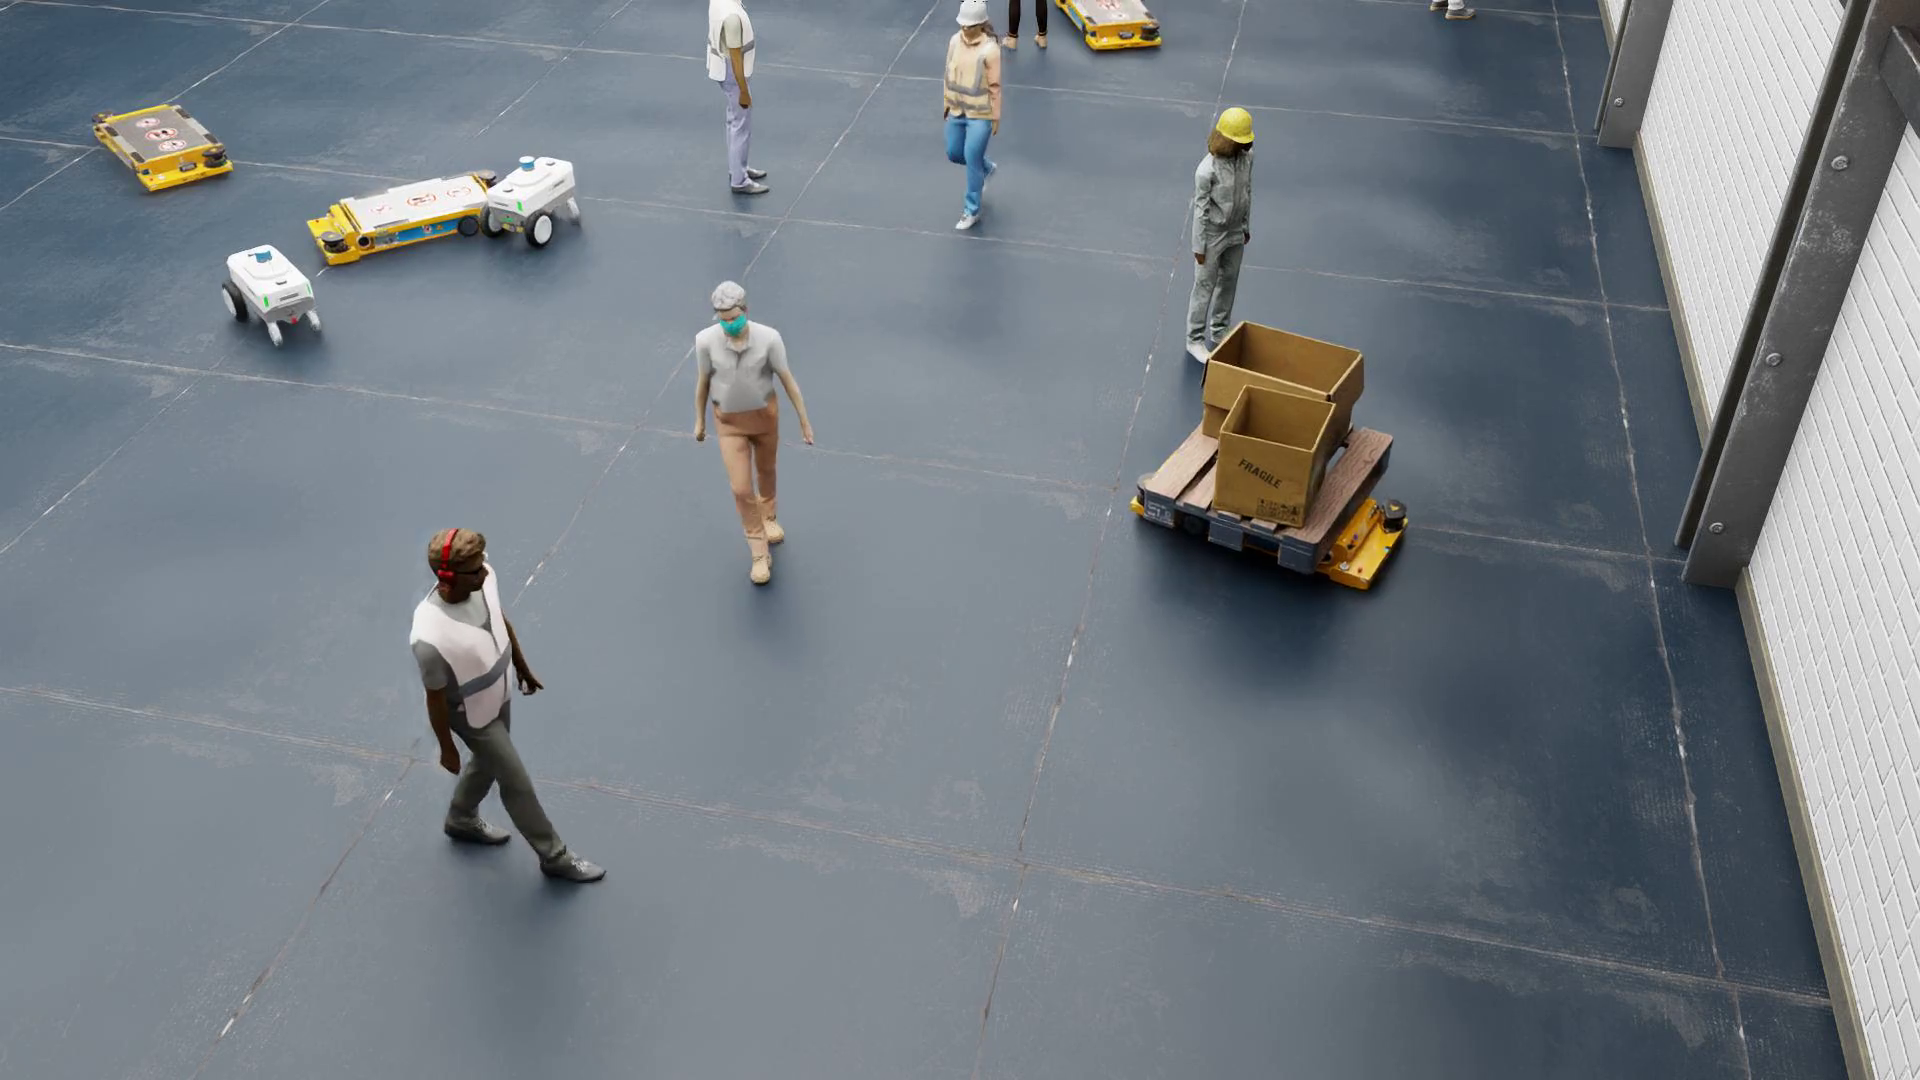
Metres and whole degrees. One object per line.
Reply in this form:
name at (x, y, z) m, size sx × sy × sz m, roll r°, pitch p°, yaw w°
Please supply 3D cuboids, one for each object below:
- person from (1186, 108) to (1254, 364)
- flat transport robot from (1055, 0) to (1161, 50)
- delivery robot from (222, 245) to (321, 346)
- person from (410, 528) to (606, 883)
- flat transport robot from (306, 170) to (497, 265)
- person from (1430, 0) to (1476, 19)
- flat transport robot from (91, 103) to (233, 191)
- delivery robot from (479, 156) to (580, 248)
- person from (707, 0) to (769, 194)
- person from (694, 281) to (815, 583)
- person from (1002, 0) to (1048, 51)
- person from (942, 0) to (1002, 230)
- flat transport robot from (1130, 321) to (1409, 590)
person at (1.674, -1.932, 10.585) m, size 0.488 × 1.728 × 0.321 m, roll -28°, pitch 45°, yaw -32°
flat transport robot at (1.408, -5.048, 15.974) m, size 0.659 × 0.231 × 1.431 m, roll -7°, pitch 37°, yaw -10°
delivery robot at (-4.672, -1.706, 11.279) m, size 0.499 × 0.614 × 0.791 m, roll -26°, pitch 44°, yaw -30°
person at (-1.992, 0.702, 7.013) m, size 0.822 × 1.821 × 0.582 m, roll 5°, pitch 37°, yaw 7°
flat transport robot at (-4.098, -2.428, 12.468) m, size 1.431 × 0.231 × 0.659 m, roll -19°, pitch 41°, yaw -24°
person at (4.815, -5.937, 15.817) m, size 0.356 × 1.882 × 0.574 m, roll -13°, pitch 39°, yaw -17°
flat transport robot at (-6.508, -3.224, 13.533) m, size 0.659 × 0.231 × 1.431 m, roll -26°, pitch 44°, yaw -30°
delivery robot at (-3.186, -2.553, 12.388) m, size 0.522 × 0.584 × 0.751 m, roll 15°, pitch 39°, yaw 20°
person at (-1.703, -3.515, 12.620) m, size 0.412 × 1.830 × 0.574 m, roll -9°, pitch 38°, yaw -11°
person at (-1.089, -0.593, 8.805) m, size 0.632 × 1.700 × 0.777 m, roll -6°, pitch 37°, yaw -8°
person at (0.612, -5.319, 15.150) m, size 0.532 × 1.691 × 0.322 m, roll -7°, pitch 37°, yaw -9°
person at (0.125, -3.190, 12.290) m, size 0.496 × 1.706 × 0.582 m, roll 26°, pitch 44°, yaw 31°
flat transport robot at (1.757, -0.176, 9.455) m, size 1.431 × 0.231 × 0.659 m, roll 20°, pitch 41°, yaw 25°
